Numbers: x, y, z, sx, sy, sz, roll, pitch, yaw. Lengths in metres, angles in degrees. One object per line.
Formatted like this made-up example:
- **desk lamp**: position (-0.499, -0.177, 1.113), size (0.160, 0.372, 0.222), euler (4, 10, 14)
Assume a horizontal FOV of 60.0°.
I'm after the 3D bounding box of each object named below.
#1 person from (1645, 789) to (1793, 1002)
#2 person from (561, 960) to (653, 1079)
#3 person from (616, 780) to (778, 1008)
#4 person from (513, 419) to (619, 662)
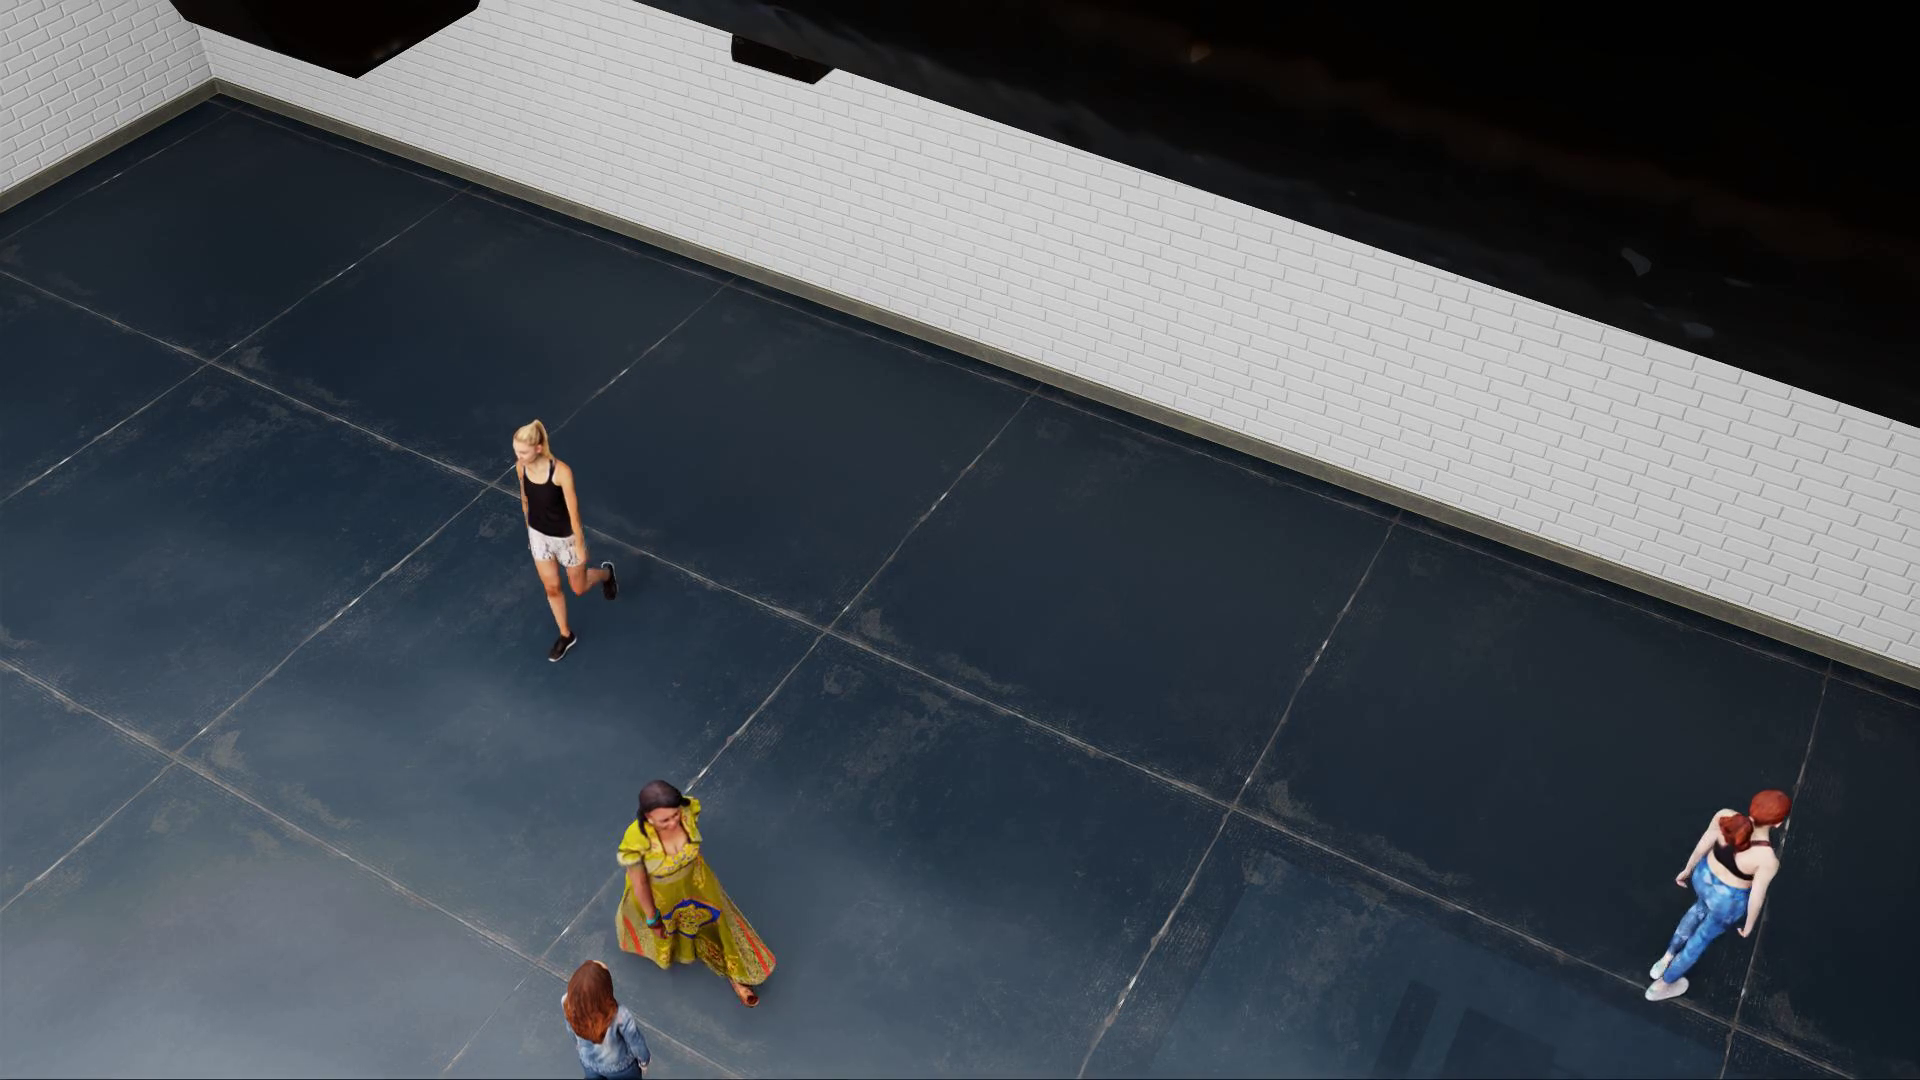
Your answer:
- **person**: position (3.900, 1.910, 8.738), size (0.796, 1.775, 0.738), euler (-17, 46, -17)
- **person**: position (-1.758, 2.563, 8.264), size (0.597, 1.473, 0.540), euler (12, 45, 13)
- **person**: position (-1.625, 1.810, 8.957), size (1.226, 1.617, 1.031), euler (-33, 53, -30)
- **person**: position (-2.568, -0.075, 10.773), size (0.710, 1.830, 1.024), euler (15, 46, 15)
